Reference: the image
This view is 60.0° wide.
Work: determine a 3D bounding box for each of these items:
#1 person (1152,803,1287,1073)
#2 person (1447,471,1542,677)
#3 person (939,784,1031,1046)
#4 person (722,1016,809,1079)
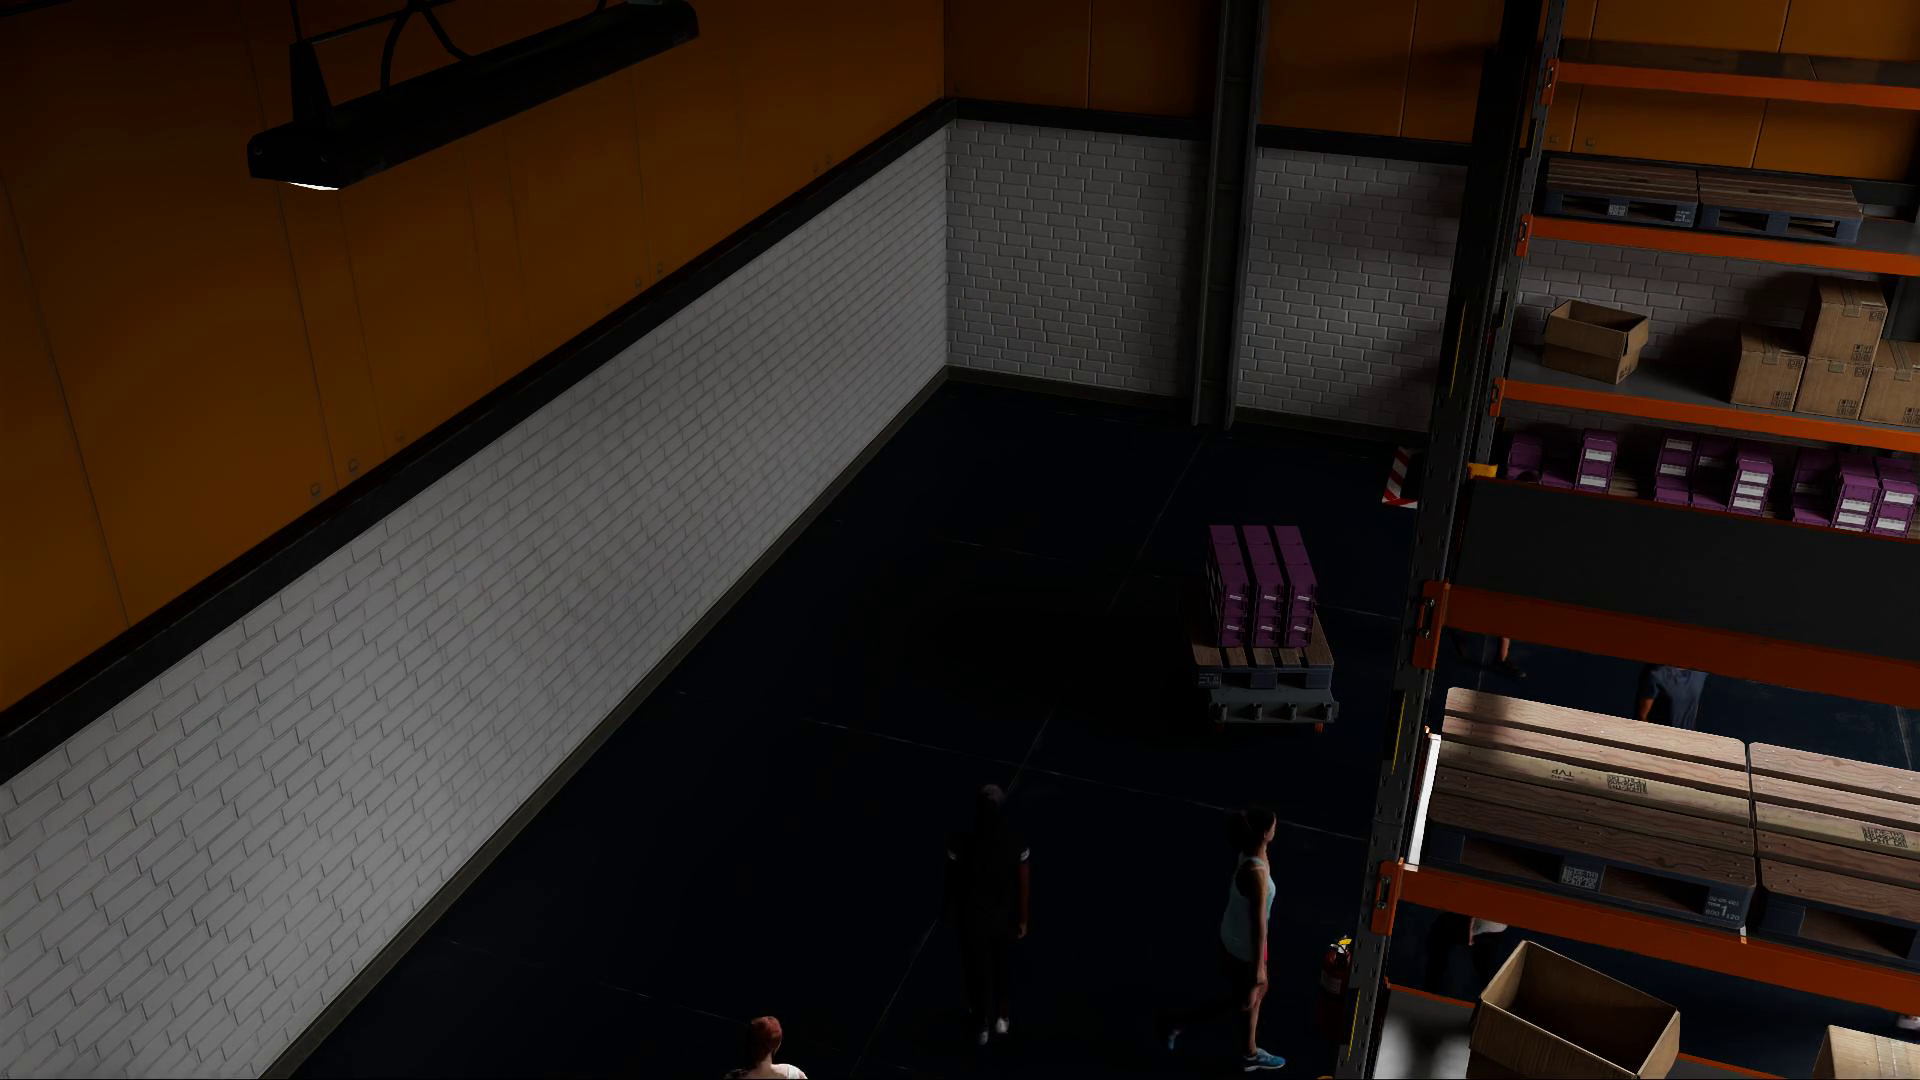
[{"bbox_3d":[1.469,2.210,9.051,1.079,1.742,0.837,0,29,1],"label":"person"},{"bbox_3d":[4.126,0.238,12.698,0.933,1.711,0.730,20,35,33],"label":"person"},{"bbox_3d":[0.160,2.138,9.203,0.764,1.723,0.840,-5,29,-9],"label":"person"},{"bbox_3d":[-0.868,2.946,7.665,1.042,1.777,0.897,-2,29,-4],"label":"person"}]
